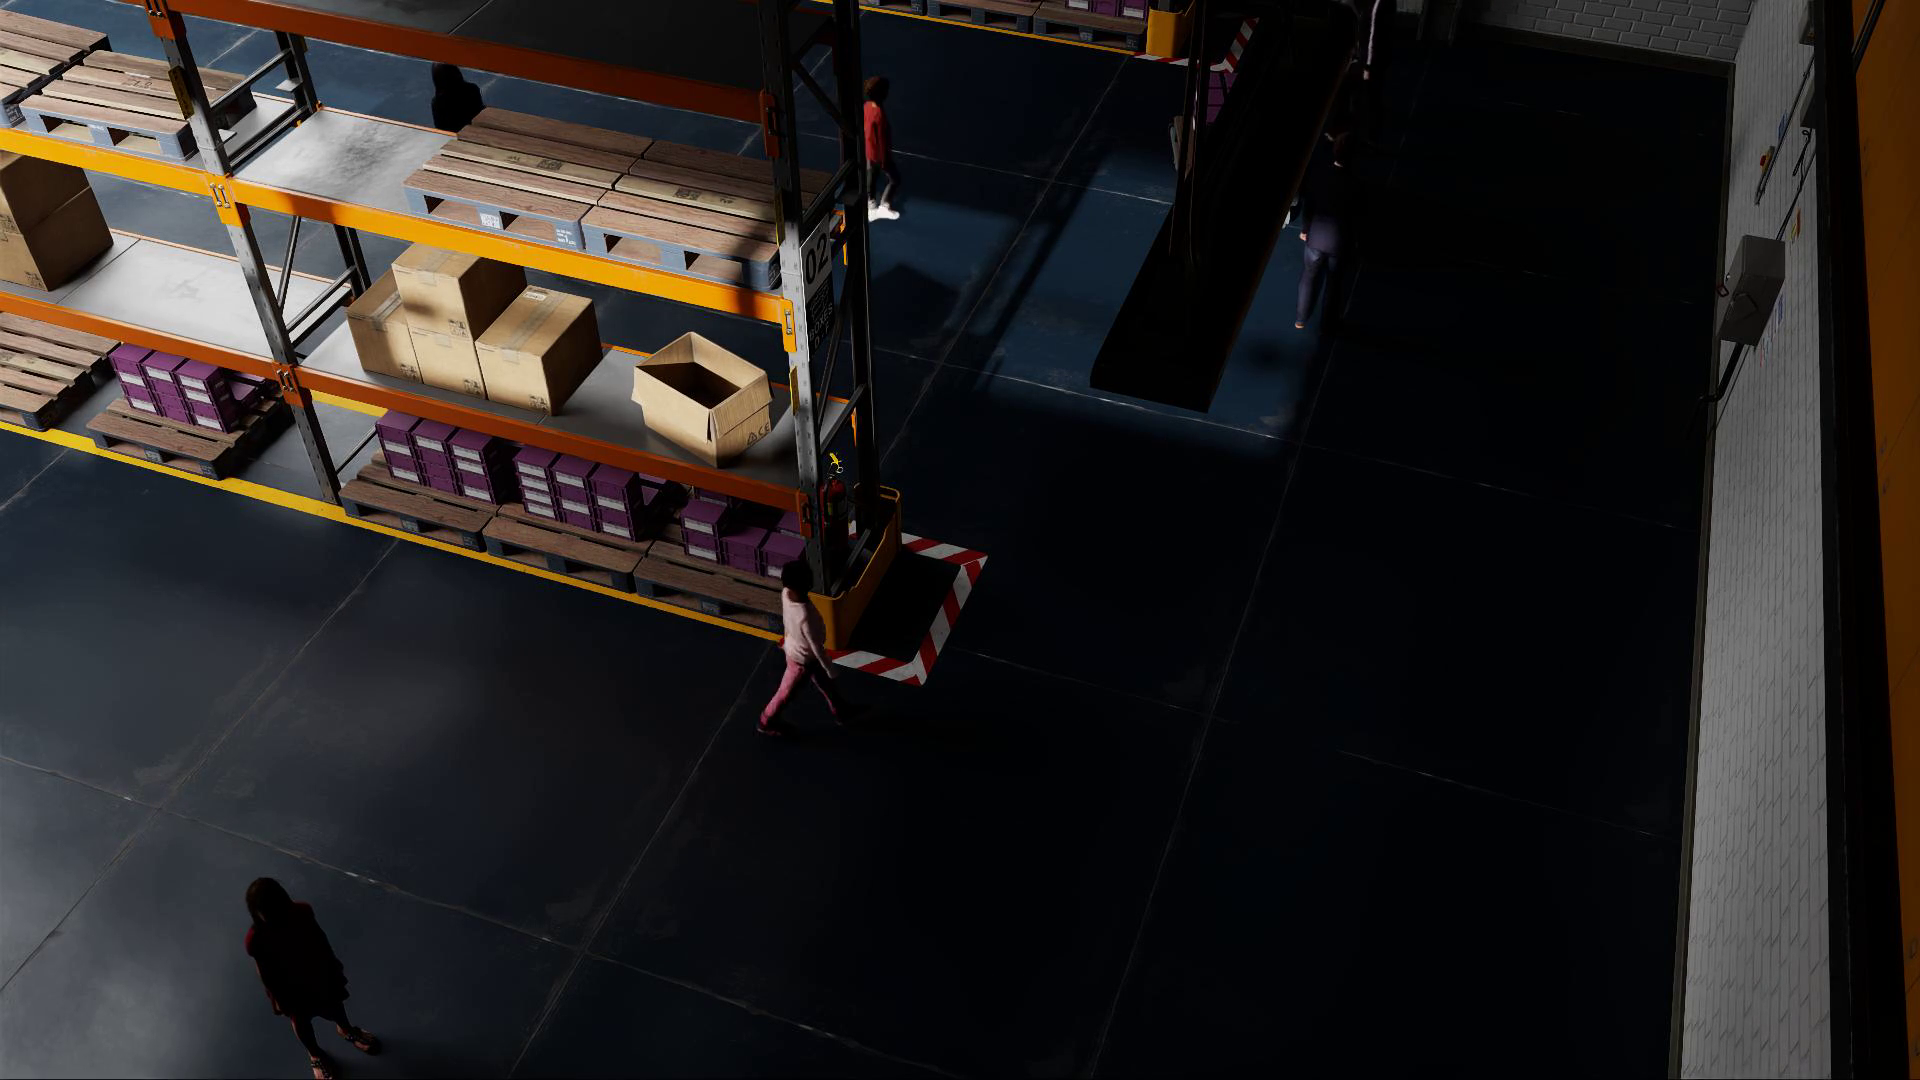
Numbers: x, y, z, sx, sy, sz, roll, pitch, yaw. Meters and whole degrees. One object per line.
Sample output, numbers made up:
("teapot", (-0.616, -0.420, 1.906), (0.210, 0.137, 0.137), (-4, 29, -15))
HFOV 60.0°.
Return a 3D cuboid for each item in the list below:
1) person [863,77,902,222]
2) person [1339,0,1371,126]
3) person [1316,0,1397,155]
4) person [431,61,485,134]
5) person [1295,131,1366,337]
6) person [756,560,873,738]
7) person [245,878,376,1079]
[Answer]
("person", (-0.784, -3.440, 14.773), (0.687, 1.411, 0.616), (-22, 48, -21))
("person", (3.826, -4.754, 16.020), (0.807, 1.594, 0.808), (4, 44, 4))
("person", (3.912, -4.424, 15.514), (0.942, 1.813, 0.767), (24, 49, 23))
("person", (-4.307, -3.471, 14.666), (0.821, 1.604, 0.889), (-34, 53, -30))
("person", (2.998, -2.481, 13.474), (0.649, 1.815, 0.817), (29, 51, 27))
("person", (-1.051, 0.721, 10.405), (1.074, 1.411, 0.923), (-8, 44, -9))
("person", (-3.447, 2.257, 8.689), (0.696, 1.553, 0.637), (31, 52, 28))
